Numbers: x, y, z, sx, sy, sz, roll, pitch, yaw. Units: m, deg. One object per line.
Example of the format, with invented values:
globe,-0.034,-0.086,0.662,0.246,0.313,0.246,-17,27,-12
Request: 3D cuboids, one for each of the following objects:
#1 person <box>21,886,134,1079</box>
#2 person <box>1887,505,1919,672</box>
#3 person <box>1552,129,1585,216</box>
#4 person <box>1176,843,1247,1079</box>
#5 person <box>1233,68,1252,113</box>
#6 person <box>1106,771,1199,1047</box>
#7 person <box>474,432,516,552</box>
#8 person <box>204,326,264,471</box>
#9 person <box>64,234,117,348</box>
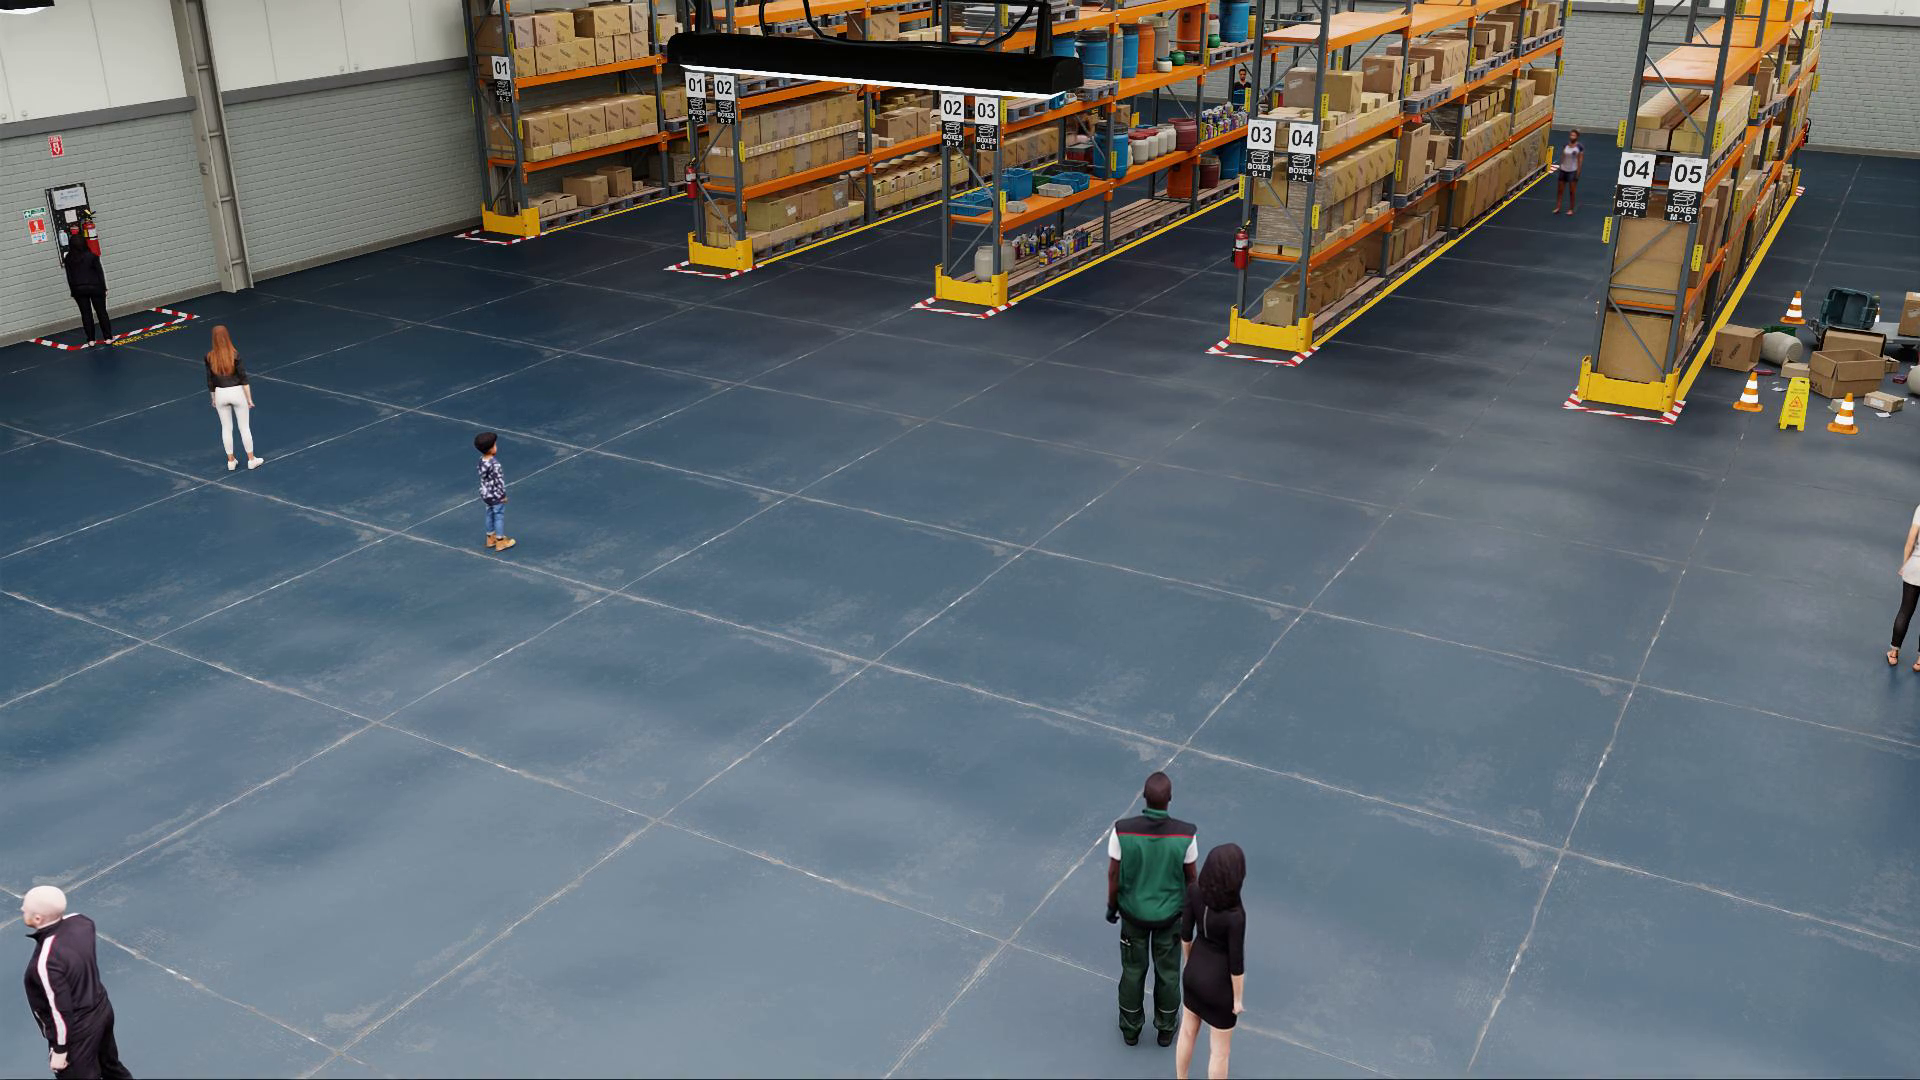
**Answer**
person,-4.723,2.635,8.950,0.826,1.837,0.724,-2,23,-5
person,8.462,0.273,14.519,0.650,1.826,0.587,19,29,37
person,11.787,-7.124,32.175,0.600,1.620,0.564,19,30,38
person,1.404,2.496,9.318,0.634,1.804,0.653,-16,28,-33
person,6.526,-10.019,38.678,0.720,1.859,0.705,0,23,0
person,1.143,2.210,9.949,0.770,1.838,0.743,2,23,5
person,-4.803,-0.509,17.093,0.526,1.249,0.538,20,30,38
person,-8.417,-1.646,19.188,0.684,1.704,0.713,-3,23,-7
person,-12.508,-3.585,23.859,0.755,1.616,0.824,-8,24,-18
